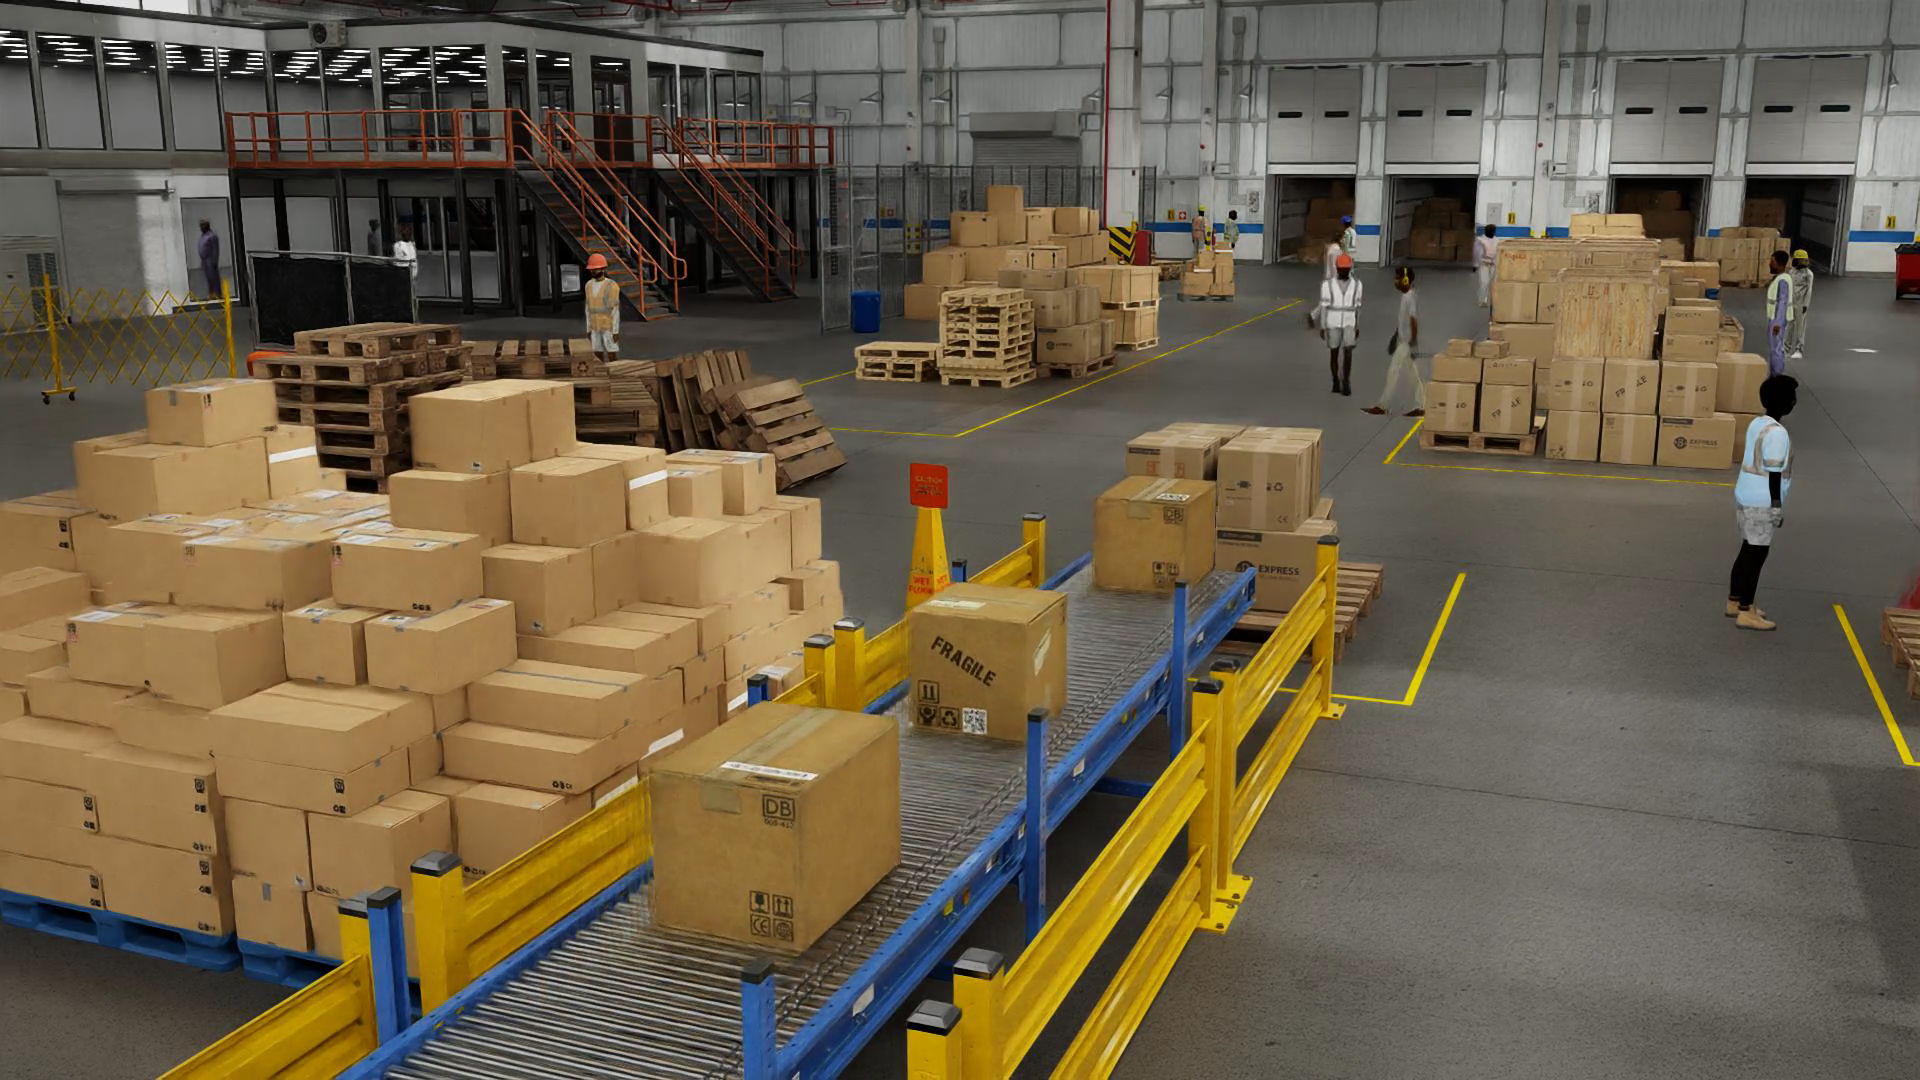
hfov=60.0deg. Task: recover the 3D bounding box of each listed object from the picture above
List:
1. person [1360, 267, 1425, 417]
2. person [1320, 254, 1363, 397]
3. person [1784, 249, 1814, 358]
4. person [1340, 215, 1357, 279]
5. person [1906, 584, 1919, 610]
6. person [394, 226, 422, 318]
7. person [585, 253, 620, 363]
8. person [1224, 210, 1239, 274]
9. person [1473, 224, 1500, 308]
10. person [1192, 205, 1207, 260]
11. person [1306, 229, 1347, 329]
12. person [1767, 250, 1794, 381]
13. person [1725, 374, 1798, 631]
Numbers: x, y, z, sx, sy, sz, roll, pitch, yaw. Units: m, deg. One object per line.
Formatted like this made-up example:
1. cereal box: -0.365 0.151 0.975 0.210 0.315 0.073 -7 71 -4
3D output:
1. person: 5.349 -2.407 20.343 0.897 1.829 0.552 3 13 11
2. person: 5.109 -2.873 22.301 0.565 1.887 0.969 1 13 7
3. person: 13.493 -3.811 26.856 0.295 1.744 0.484 -5 13 -20
4. person: 9.178 -6.715 39.437 0.412 1.938 0.605 8 15 32
5. person: 6.736 -0.242 10.907 0.931 1.715 0.545 3 13 15
6. person: -11.384 -5.501 34.158 0.618 1.866 0.582 6 14 26
7. person: -4.725 -2.803 21.928 0.543 1.928 0.400 7 14 28
8. person: 7.896 -8.664 48.401 0.430 1.843 0.626 -1 13 -2
9. person: 11.661 -6.027 36.608 0.651 1.821 0.731 -5 13 -20
10. person: 7.355 -9.287 51.022 0.401 1.919 0.590 -11 17 -41
11. person: 6.946 -4.853 31.143 0.744 1.917 0.638 4 13 17
12. person: 11.241 -3.009 22.858 0.391 1.918 0.590 5 13 20
13. person: 5.318 -0.254 11.026 0.320 1.693 0.537 3 13 12
